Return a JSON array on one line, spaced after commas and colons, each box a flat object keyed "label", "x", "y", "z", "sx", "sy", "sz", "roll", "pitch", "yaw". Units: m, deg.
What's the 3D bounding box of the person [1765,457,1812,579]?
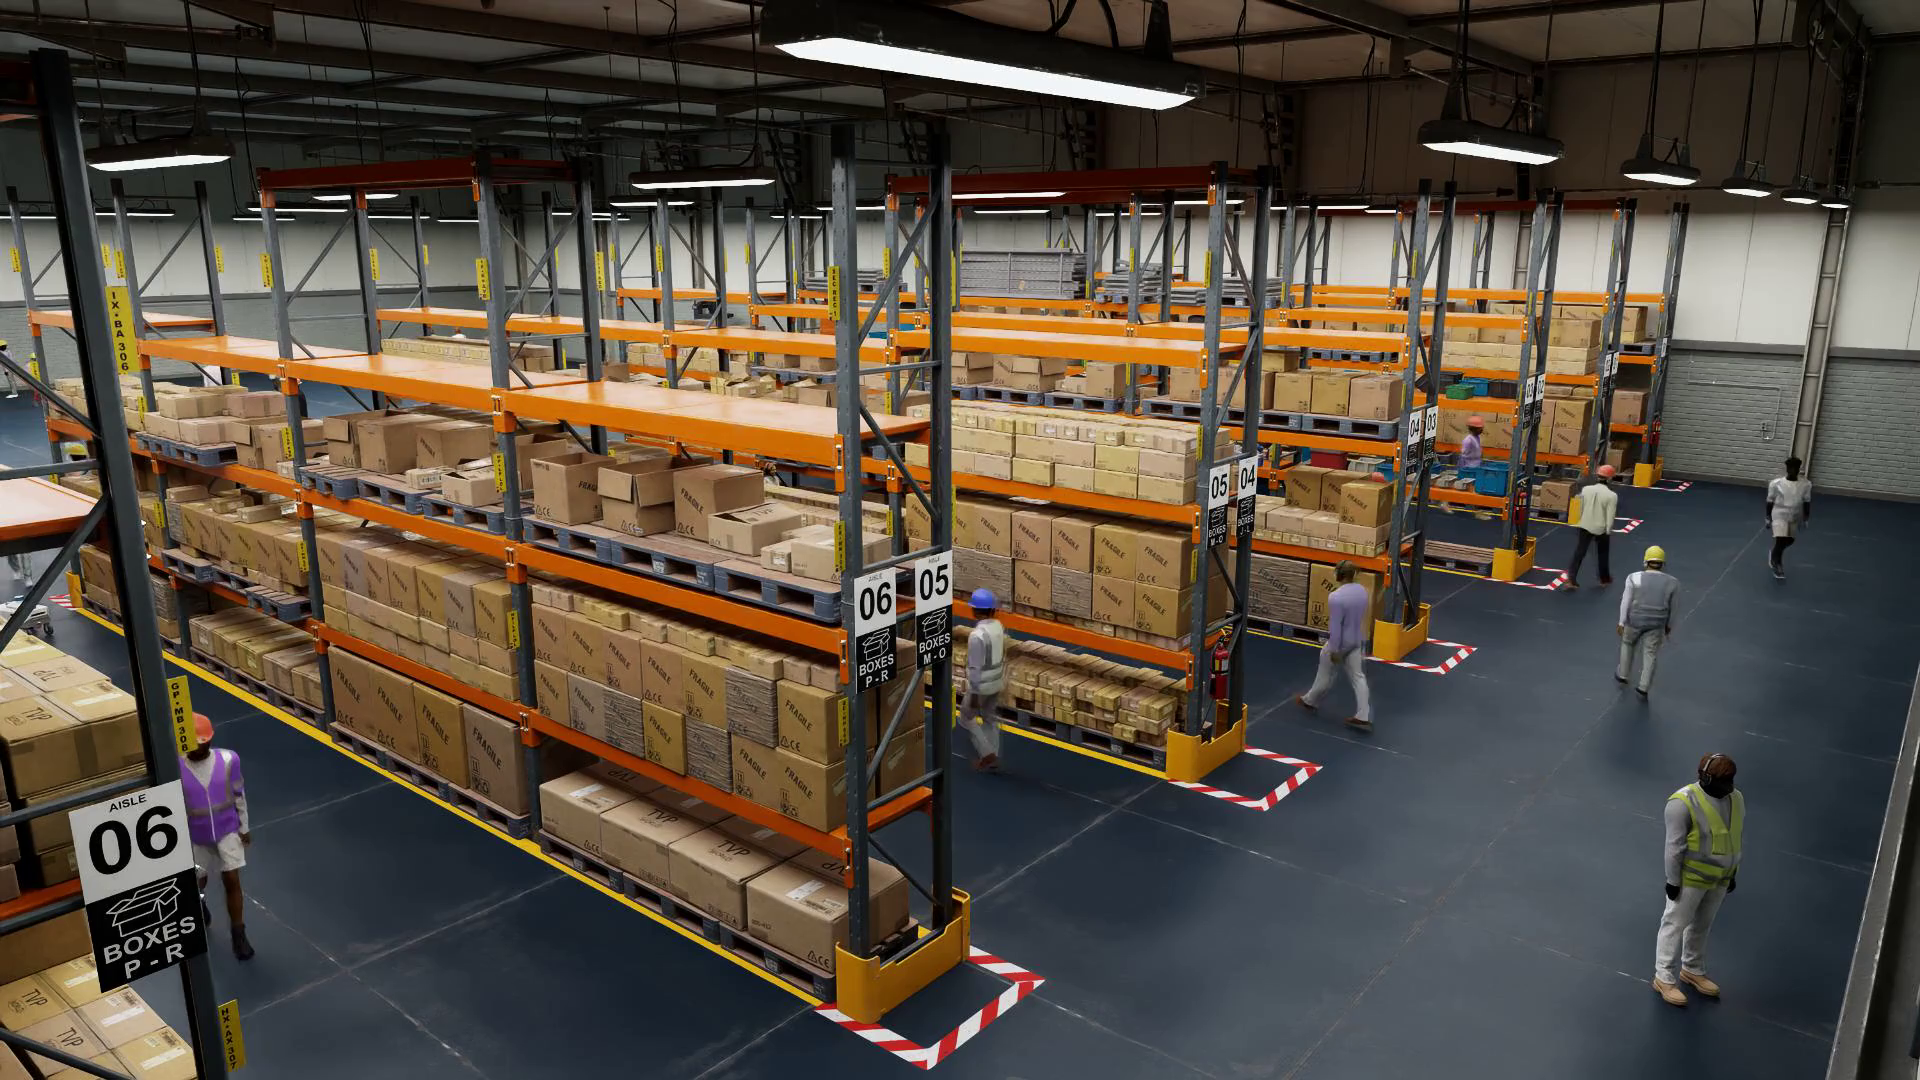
[{"label": "person", "x": 13.269, "y": -0.404, "z": 20.249, "sx": 0.607, "sy": 1.940, "sz": 0.860, "roll": 3, "pitch": 14, "yaw": 11}]

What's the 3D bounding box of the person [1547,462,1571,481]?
[{"label": "person", "x": 12.071, "y": -1.641, "z": 25.599, "sx": 0.626, "sy": 1.805, "sz": 0.771, "roll": -13, "pitch": 19, "yaw": -43}]

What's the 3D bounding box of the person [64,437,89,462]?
[{"label": "person", "x": -20.723, "y": -2.612, "z": 29.437, "sx": 0.595, "sy": 1.904, "sz": 1.002, "roll": -4, "pitch": 14, "yaw": -14}]

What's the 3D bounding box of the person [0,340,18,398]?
[{"label": "person", "x": -31.931, "y": -5.739, "z": 42.219, "sx": 0.364, "sy": 1.928, "sz": 0.586, "roll": -7, "pitch": 15, "yaw": -27}]

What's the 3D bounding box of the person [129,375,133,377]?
[{"label": "person", "x": -21.151, "y": -3.279, "z": 32.215, "sx": 1.046, "sy": 1.881, "sz": 0.645, "roll": 12, "pitch": 18, "yaw": 41}]

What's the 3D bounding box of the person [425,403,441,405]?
[{"label": "person", "x": -14.933, "y": -4.140, "z": 35.679, "sx": 0.408, "sy": 1.913, "sz": 0.642, "roll": 13, "pitch": 19, "yaw": 43}]

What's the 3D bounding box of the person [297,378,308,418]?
[{"label": "person", "x": -16.131, "y": -2.987, "z": 30.759, "sx": 0.377, "sy": 1.995, "sz": 0.608, "roll": -6, "pitch": 15, "yaw": -24}]

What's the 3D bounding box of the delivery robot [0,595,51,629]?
[{"label": "delivery robot", "x": -12.842, "y": 1.003, "z": 17.240, "sx": 0.707, "sy": 0.478, "sz": 0.477, "roll": 6, "pitch": 15, "yaw": 22}]

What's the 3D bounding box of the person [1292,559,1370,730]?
[{"label": "person", "x": 4.252, "y": 1.124, "z": 14.091, "sx": 0.648, "sy": 1.880, "sz": 1.039, "roll": -10, "pitch": 17, "yaw": -34}]

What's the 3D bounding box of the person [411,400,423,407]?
[{"label": "person", "x": -12.888, "y": -2.747, "z": 30.182, "sx": 0.928, "sy": 1.809, "sz": 0.578, "roll": -4, "pitch": 14, "yaw": -18}]

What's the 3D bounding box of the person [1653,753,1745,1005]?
[{"label": "person", "x": 5.284, "y": 2.389, "z": 8.965, "sx": 0.623, "sy": 1.844, "sz": 0.429, "roll": -5, "pitch": 14, "yaw": -19}]

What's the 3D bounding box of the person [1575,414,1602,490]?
[{"label": "person", "x": 12.830, "y": -1.732, "z": 25.808, "sx": 0.655, "sy": 1.888, "sz": 0.985, "roll": -10, "pitch": 17, "yaw": -35}]

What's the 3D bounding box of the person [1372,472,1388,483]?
[{"label": "person", "x": 6.115, "y": -0.059, "z": 18.813, "sx": 1.004, "sy": 1.939, "sz": 0.654, "roll": 4, "pitch": 14, "yaw": 14}]

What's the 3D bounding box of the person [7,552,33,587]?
[{"label": "person", "x": -14.821, "y": -0.164, "z": 19.736, "sx": 0.484, "sy": 1.710, "sz": 0.809, "roll": -9, "pitch": 17, "yaw": -34}]

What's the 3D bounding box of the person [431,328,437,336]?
[{"label": "person", "x": -21.566, "y": -7.842, "z": 51.484, "sx": 0.507, "sy": 1.631, "sz": 0.266, "roll": -1, "pitch": 14, "yaw": -3}]

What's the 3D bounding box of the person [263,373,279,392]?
[{"label": "person", "x": -23.479, "y": -5.779, "z": 42.896, "sx": 0.734, "sy": 1.666, "sz": 0.557, "roll": 7, "pitch": 16, "yaw": 28}]

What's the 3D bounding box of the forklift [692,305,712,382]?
[{"label": "forklift", "x": -9.511, "y": -7.392, "z": 47.124, "sx": 1.873, "sy": 2.768, "sz": 1.129, "roll": 11, "pitch": 17, "yaw": 38}]

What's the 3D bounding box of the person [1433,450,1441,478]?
[{"label": "person", "x": 10.140, "y": -1.983, "z": 26.993, "sx": 0.997, "sy": 1.815, "sz": 0.511, "roll": 12, "pitch": 18, "yaw": 40}]

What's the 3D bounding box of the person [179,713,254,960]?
[{"label": "person", "x": -5.741, "y": 2.197, "z": 9.609, "sx": 0.560, "sy": 1.914, "sz": 0.837, "roll": -12, "pitch": 18, "yaw": -40}]

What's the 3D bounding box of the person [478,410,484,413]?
[{"label": "person", "x": -13.845, "y": -4.173, "z": 36.397, "sx": 0.400, "sy": 1.620, "sz": 0.535, "roll": 4, "pitch": 14, "yaw": 17}]

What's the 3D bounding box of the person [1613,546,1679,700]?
[{"label": "person", "x": 8.150, "y": 0.940, "z": 14.996, "sx": 0.628, "sy": 1.799, "sz": 0.795, "roll": 4, "pitch": 14, "yaw": 15}]

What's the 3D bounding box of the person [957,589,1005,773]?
[{"label": "person", "x": 0.227, "y": 1.432, "z": 12.694, "sx": 0.440, "sy": 1.933, "sz": 0.645, "roll": 7, "pitch": 15, "yaw": 27}]

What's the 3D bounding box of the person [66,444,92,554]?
[{"label": "person", "x": -14.970, "y": -0.701, "z": 21.544, "sx": 0.499, "sy": 1.909, "sz": 0.586, "roll": -11, "pitch": 18, "yaw": -38}]

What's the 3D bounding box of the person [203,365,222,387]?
[{"label": "person", "x": -21.980, "y": -4.505, "z": 37.276, "sx": 0.634, "sy": 1.873, "sz": 0.948, "roll": -4, "pitch": 14, "yaw": -15}]

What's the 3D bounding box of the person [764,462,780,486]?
[{"label": "person", "x": -3.193, "y": -0.512, "z": 21.318, "sx": 0.305, "sy": 1.640, "sz": 0.522, "roll": 5, "pitch": 15, "yaw": 21}]

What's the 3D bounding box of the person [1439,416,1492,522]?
[{"label": "person", "x": 9.796, "y": -1.407, "z": 24.270, "sx": 1.037, "sy": 2.001, "sz": 0.612, "roll": 10, "pitch": 17, "yaw": 37}]

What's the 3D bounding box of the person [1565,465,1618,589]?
[{"label": "person", "x": 9.783, "y": -0.200, "z": 19.407, "sx": 1.016, "sy": 1.951, "sz": 0.622, "roll": -9, "pitch": 16, "yaw": -32}]

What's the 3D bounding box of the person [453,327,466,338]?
[{"label": "person", "x": -19.330, "y": -7.283, "z": 48.669, "sx": 0.358, "sy": 1.881, "sz": 0.574, "roll": 9, "pitch": 16, "yaw": 31}]

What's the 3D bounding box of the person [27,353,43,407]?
[{"label": "person", "x": -28.989, "y": -5.020, "z": 39.640, "sx": 0.359, "sy": 1.755, "sz": 0.524, "roll": 6, "pitch": 15, "yaw": 24}]

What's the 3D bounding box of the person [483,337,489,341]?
[{"label": "person", "x": -17.658, "y": -6.819, "z": 47.312, "sx": 0.508, "sy": 1.615, "sz": 0.540, "roll": 10, "pitch": 17, "yaw": 37}]

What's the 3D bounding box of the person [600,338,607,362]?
[{"label": "person", "x": -14.065, "y": -7.396, "z": 48.891, "sx": 0.738, "sy": 2.000, "sz": 0.540, "roll": -11, "pitch": 17, "yaw": -38}]
